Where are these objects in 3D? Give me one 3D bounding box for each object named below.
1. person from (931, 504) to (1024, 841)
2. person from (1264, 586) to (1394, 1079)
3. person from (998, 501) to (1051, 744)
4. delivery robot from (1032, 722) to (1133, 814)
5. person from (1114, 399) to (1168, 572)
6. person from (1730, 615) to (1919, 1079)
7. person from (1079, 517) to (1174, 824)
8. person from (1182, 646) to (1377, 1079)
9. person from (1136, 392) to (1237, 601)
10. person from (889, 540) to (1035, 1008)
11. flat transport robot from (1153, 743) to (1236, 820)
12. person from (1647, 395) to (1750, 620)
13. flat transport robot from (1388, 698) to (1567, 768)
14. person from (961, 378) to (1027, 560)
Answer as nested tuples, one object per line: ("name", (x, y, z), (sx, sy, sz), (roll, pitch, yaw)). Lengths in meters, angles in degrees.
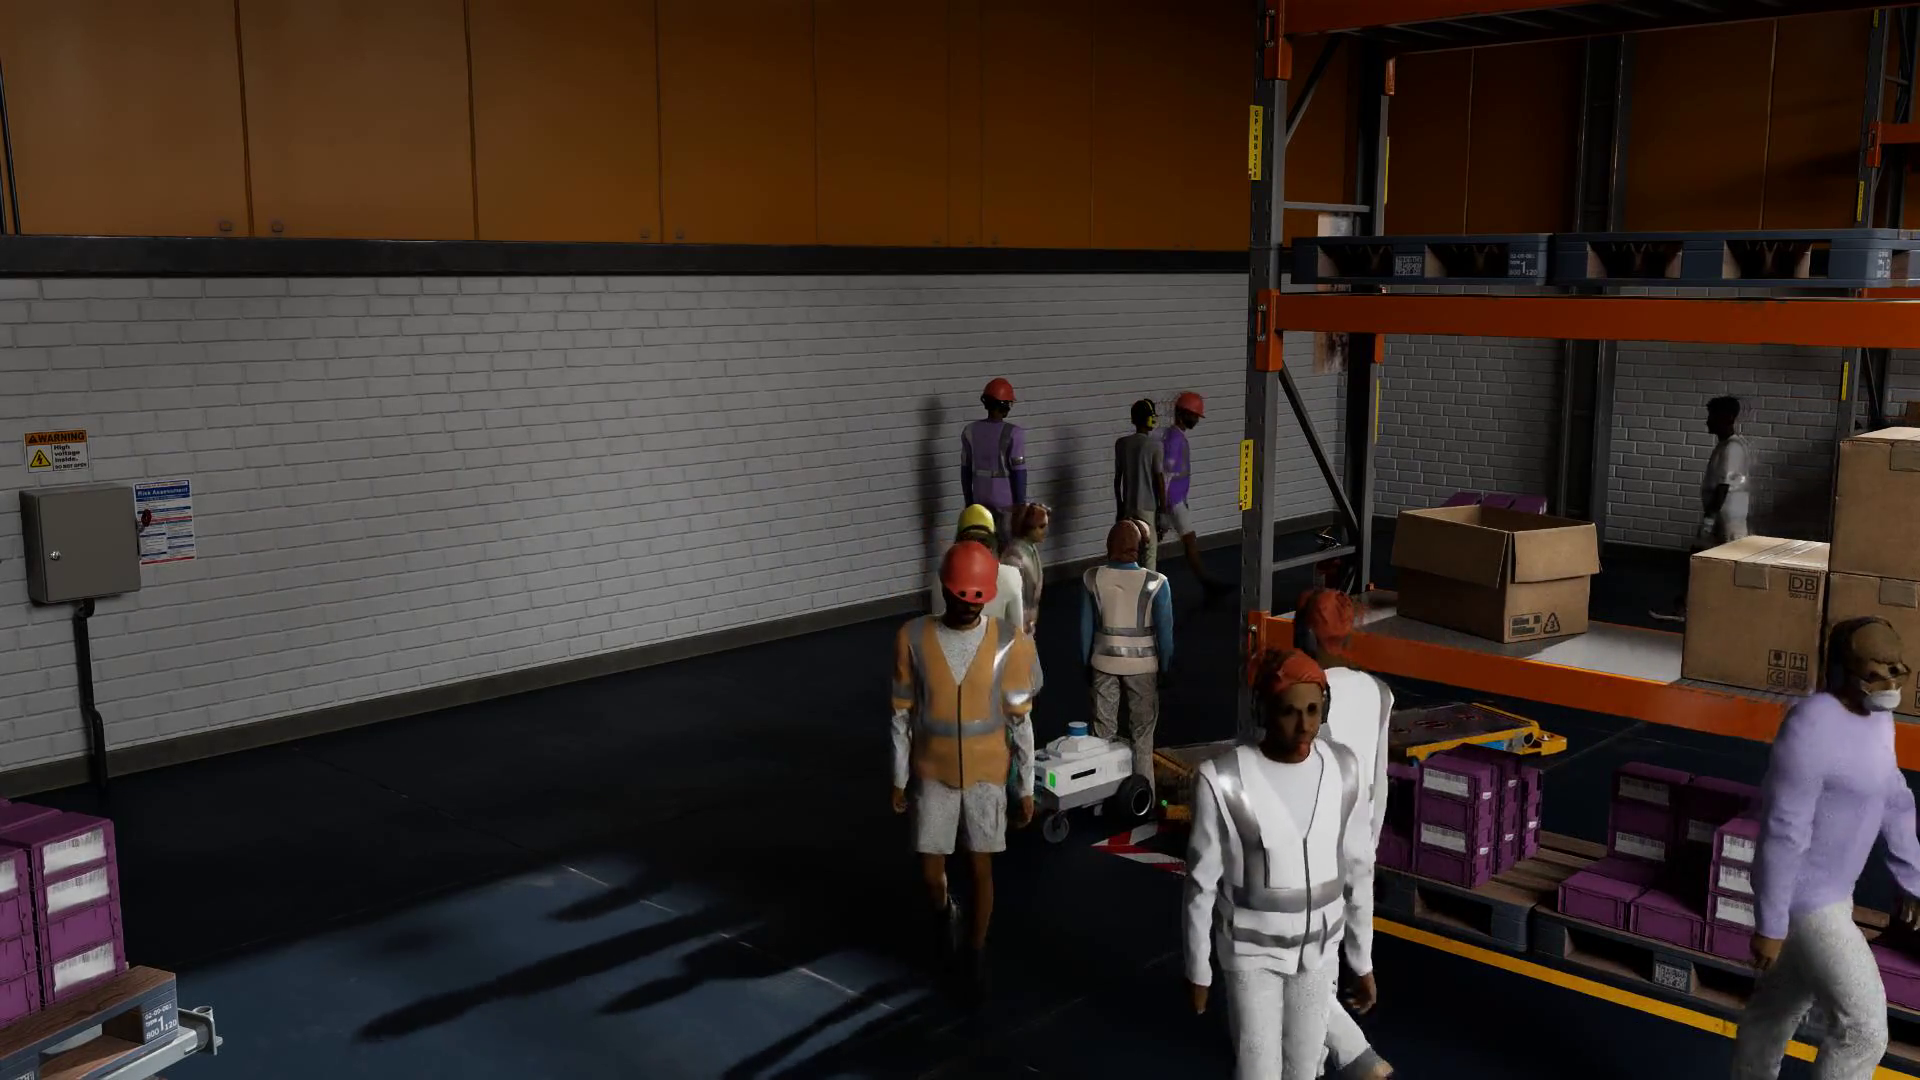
("person", (0.121, 0.692, 8.630), (0.533, 1.742, 0.736), (-4, 10, -21))
("person", (1.275, 1.088, 5.756), (0.586, 1.867, 0.547), (-7, 12, -36))
("person", (0.305, 0.559, 9.805), (0.459, 1.607, 0.526), (3, 10, 16))
("delivery robot", (0.618, 1.204, 8.785), (0.707, 0.478, 0.477), (-8, 12, -41))
("person", (1.527, -0.246, 13.943), (0.517, 1.874, 0.327), (8, 12, 40))
("person", (2.786, 1.159, 5.208), (0.728, 1.905, 0.660), (8, 12, 39))
("person", (0.883, 0.697, 8.868), (0.522, 1.639, 0.306), (4, 10, 24))
("person", (0.950, 1.233, 4.889), (0.575, 1.872, 0.404), (-4, 10, -21))
("person", (1.970, -0.379, 14.795), (1.048, 1.852, 0.584), (1, 9, 5))
("person", (0.005, 0.924, 6.670), (0.581, 1.903, 0.511), (0, 9, 2))
("flat transport robot", (1.632, 1.303, 9.337), (1.431, 0.197, 0.652), (-4, 10, -21))
("person", (6.318, -0.230, 13.724), (0.993, 1.924, 0.627), (2, 10, 15))
("flat transport robot", (2.898, 1.190, 10.027), (1.431, 0.197, 0.652), (-5, 10, -27))
("person", (0.310, -0.336, 13.966), (0.616, 2.041, 0.379), (6, 11, 34))
